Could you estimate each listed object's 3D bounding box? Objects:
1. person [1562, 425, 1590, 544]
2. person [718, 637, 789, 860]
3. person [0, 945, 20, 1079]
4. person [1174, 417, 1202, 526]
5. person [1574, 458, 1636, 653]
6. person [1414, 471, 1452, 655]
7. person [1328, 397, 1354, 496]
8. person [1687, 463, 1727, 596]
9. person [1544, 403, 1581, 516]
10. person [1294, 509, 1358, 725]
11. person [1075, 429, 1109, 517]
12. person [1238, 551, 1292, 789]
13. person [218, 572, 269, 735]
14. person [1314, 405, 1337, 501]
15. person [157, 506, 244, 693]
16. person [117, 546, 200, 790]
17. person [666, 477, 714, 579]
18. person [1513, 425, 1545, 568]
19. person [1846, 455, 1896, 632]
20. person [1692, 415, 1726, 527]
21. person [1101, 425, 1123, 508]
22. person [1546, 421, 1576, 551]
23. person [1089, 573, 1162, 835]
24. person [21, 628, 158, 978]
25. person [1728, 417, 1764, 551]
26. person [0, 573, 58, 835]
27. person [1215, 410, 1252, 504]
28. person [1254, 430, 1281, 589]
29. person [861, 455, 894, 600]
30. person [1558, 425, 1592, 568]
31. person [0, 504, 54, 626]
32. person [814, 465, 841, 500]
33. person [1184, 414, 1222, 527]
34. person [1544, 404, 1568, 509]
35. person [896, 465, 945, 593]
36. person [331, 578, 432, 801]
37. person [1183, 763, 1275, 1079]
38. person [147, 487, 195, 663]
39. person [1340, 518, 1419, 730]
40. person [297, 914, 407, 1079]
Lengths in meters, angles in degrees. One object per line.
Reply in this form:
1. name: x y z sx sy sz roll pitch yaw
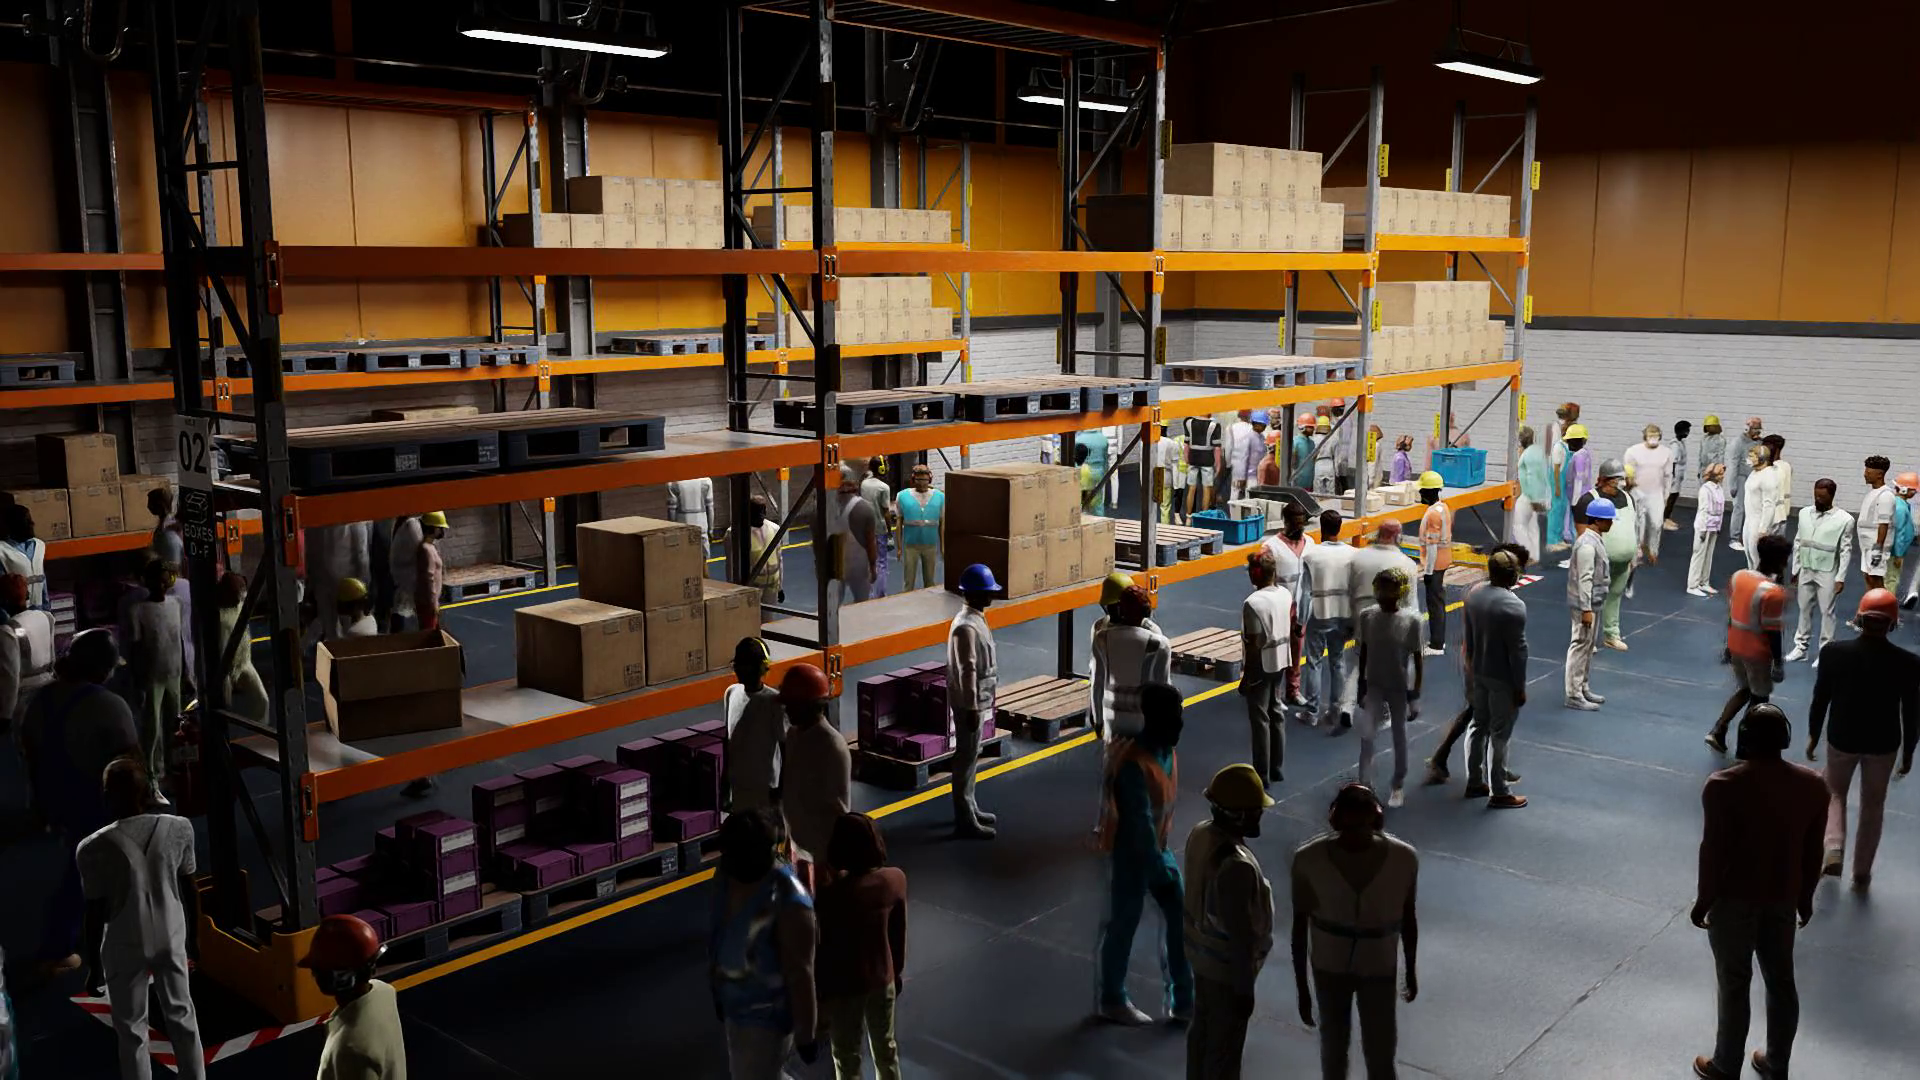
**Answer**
1. person: 8.765 -0.771 23.759 0.565 1.749 0.377 -5 11 -27
2. person: -1.237 1.488 9.899 0.513 1.876 0.328 6 11 31
3. person: -3.856 2.120 6.371 0.429 1.796 0.714 0 10 0
4. person: 3.525 -1.066 25.696 0.533 1.694 0.320 -3 10 -15
5. person: 6.766 0.161 17.326 0.688 2.000 0.539 -3 10 -17
6. person: 4.883 0.237 17.253 0.410 1.918 0.585 4 10 20
7. person: 6.043 -1.346 26.642 0.369 1.933 0.543 9 13 43
8. person: 9.134 -0.129 20.292 0.513 1.631 0.319 -9 13 -42
9. person: 9.591 -1.229 26.223 0.598 1.830 0.991 -3 10 -15
10. person: 3.238 0.684 14.611 0.600 1.909 0.398 -3 10 -16
11. person: 1.835 -0.873 23.943 0.641 1.898 0.394 -7 12 -37
12. person: 2.368 1.004 12.883 0.373 1.840 0.571 8 12 40
13. person: -5.729 1.052 13.281 0.667 1.608 0.495 3 10 16
14. person: 5.672 -1.197 26.051 0.473 1.826 0.600 7 12 36
15. person: -7.097 0.468 15.493 0.979 2.000 0.733 3 10 16
16. person: -6.163 0.975 12.895 0.453 1.915 0.685 9 13 43
17. person: -3.146 -0.130 19.402 0.543 1.928 0.374 -3 10 -15
18. person: 7.505 -0.562 22.049 0.525 1.914 0.638 4 10 24
19. person: 10.060 0.041 18.302 0.364 1.959 0.606 2 10 15
20. person: 11.502 -1.055 25.511 0.343 1.735 0.481 -4 10 -21
21. person: 2.402 -1.449 27.407 0.574 1.883 0.360 -3 10 -15
22. person: 8.494 -0.764 23.459 0.348 1.839 0.503 7 12 36
23. person: 1.141 1.169 11.703 0.592 1.911 0.398 8 12 39
24. person: -5.059 1.443 9.672 0.687 2.000 1.016 4 10 24
25. person: 11.128 -0.791 23.452 0.656 1.895 0.399 -4 10 -22
26. person: -6.640 1.156 11.841 0.353 1.886 0.573 0 10 3
27. person: 4.618 -1.573 27.929 0.929 1.967 0.608 -9 13 -43
28. person: 3.882 -0.378 20.680 0.395 1.994 0.612 6 11 31
29. person: -0.943 -0.072 19.227 0.313 1.869 0.538 -8 13 -41
30. person: 8.174 -0.576 22.101 0.396 1.918 0.590 4 10 24
31. person: -8.376 0.632 14.868 0.392 1.921 0.591 2 10 11
32. person: -1.844 -0.659 23.174 0.493 1.715 0.491 -4 10 -23
33. person: 3.718 -1.186 25.415 0.611 2.030 0.409 6 11 31
34. person: 9.829 -1.354 27.237 0.340 1.753 0.529 -8 12 -40
35. person: -0.435 0.073 18.457 0.563 1.838 0.390 -2 10 -10
36. person: -4.470 1.124 12.525 0.908 1.724 0.524 0 10 2
37. person: 1.219 1.901 7.554 0.403 1.831 0.597 -2 10 -10
38. person: -7.877 0.386 16.608 0.340 1.838 0.501 -3 10 -18
39. person: 3.598 0.750 14.368 0.706 1.866 0.665 7 12 37
40. person: -2.177 2.195 6.030 0.337 1.752 0.564 -2 10 -10
